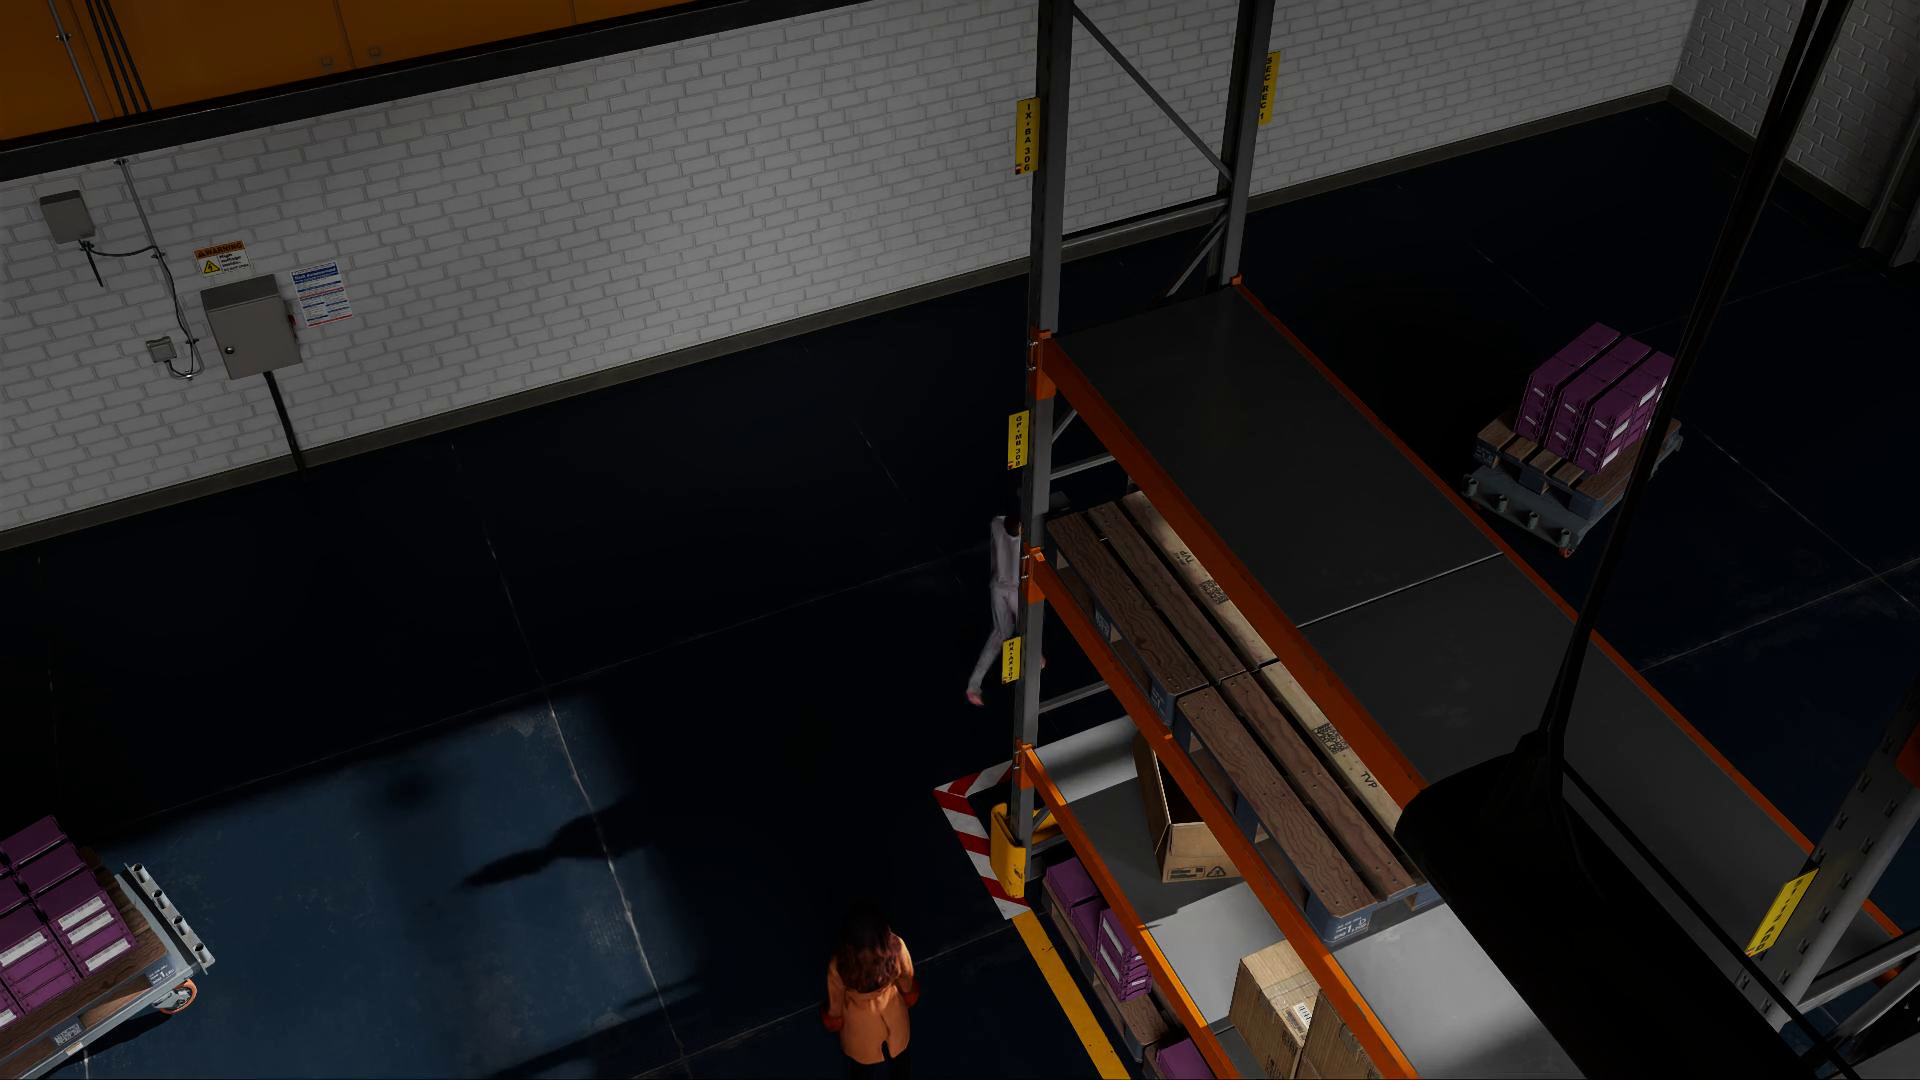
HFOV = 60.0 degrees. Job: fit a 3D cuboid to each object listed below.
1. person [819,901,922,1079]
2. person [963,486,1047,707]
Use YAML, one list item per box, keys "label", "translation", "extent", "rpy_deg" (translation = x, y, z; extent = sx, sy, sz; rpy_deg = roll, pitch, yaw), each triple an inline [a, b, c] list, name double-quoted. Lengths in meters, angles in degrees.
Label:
- label: "person"
  translation: [-0.445, 2.388, 8.446]
  extent: [0.700, 1.726, 0.611]
  rpy_deg: [-13, 45, -14]
- label: "person"
  translation: [0.302, 0.388, 10.527]
  extent: [1.002, 1.751, 0.912]
  rpy_deg: [31, 52, 28]
